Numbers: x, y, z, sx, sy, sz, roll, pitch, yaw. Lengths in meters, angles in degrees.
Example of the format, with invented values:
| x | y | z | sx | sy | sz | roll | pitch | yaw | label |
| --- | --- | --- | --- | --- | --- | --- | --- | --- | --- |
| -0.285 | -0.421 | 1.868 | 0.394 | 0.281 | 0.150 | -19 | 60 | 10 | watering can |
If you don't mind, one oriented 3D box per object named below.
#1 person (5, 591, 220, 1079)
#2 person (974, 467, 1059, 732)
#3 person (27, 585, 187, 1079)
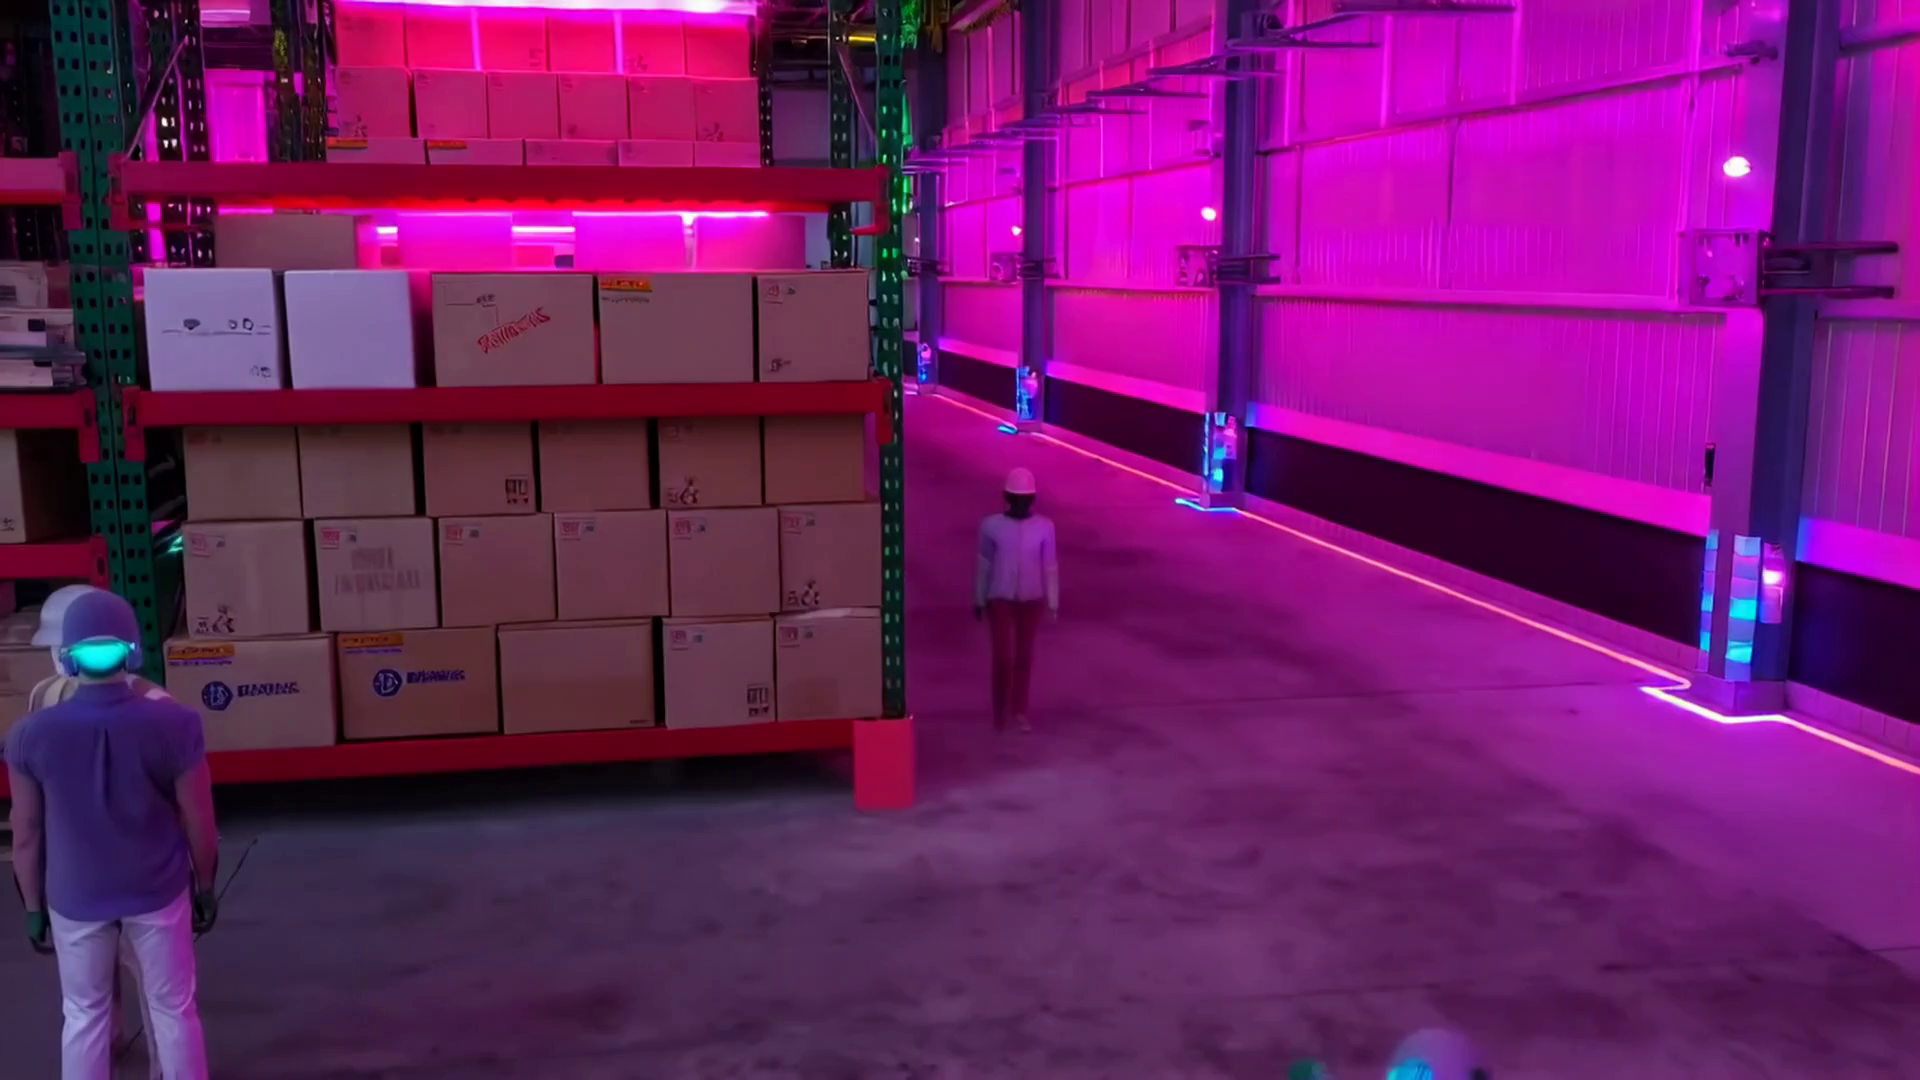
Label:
| x | y | z | sx | sy | sz | roll | pitch | yaw | label |
| --- | --- | --- | --- | --- | --- | --- | --- | --- | --- |
| -2.778 | 1.153 | 5.512 | 0.610 | 1.985 | 0.414 | -4 | 10 | -21 | person |
| 0.375 | 0.395 | 10.800 | 0.554 | 1.749 | 0.409 | -2 | 10 | -13 | person |
| -3.016 | 1.110 | 5.869 | 0.614 | 1.946 | 0.390 | 2 | 10 | 14 | person |
